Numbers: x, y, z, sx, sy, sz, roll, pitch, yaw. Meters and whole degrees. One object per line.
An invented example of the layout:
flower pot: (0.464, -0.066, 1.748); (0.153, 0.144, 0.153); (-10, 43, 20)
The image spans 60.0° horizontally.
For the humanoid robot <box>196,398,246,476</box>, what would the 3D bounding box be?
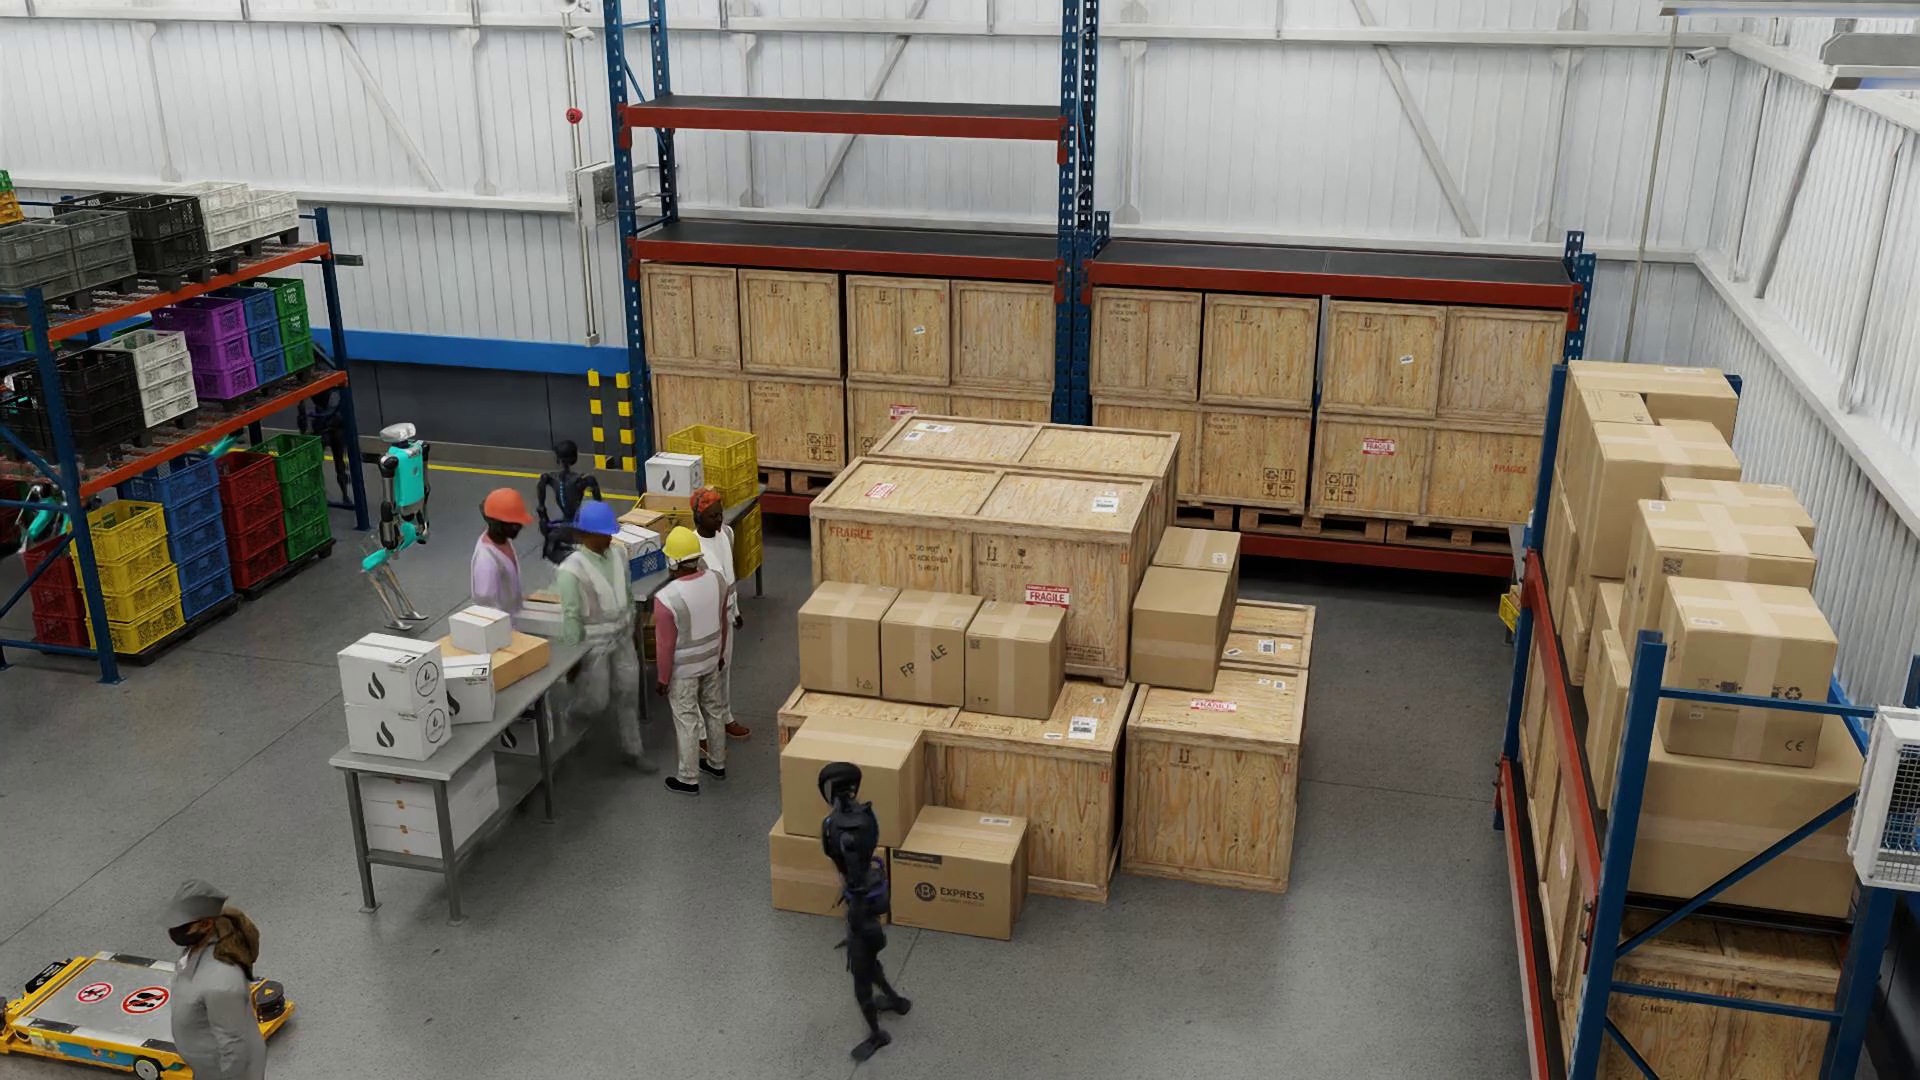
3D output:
humanoid robot: (-7.061, -1.086, 15.838); (0.673, 1.799, 0.540); (-9, 23, -22)

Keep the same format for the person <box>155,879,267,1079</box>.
person: (-3.131, 2.221, 7.131); (0.397, 1.769, 0.572); (-13, 24, -31)

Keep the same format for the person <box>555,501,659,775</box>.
person: (-2.390, 0.644, 11.044); (0.674, 1.920, 0.624); (14, 25, 32)

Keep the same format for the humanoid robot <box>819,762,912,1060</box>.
humanoid robot: (-0.466, 1.821, 8.319); (0.443, 1.644, 0.609); (-2, 21, -6)

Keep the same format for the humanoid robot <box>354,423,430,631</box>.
humanoid robot: (-4.537, -0.122, 13.166); (0.737, 1.693, 0.530); (7, 22, 18)

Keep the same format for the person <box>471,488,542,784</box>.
person: (-3.054, 0.598, 11.089); (0.548, 2.001, 0.747); (-3, 21, -8)

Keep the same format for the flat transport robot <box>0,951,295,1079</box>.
flat transport robot: (-4.270, 2.464, 8.601); (1.431, 0.231, 0.659); (5, 22, 13)

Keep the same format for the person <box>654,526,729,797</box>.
person: (-1.755, 0.783, 10.806); (0.404, 1.832, 0.590); (15, 26, 35)

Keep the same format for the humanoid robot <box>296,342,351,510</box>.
humanoid robot: (-6.121, -1.097, 15.947); (0.556, 1.643, 0.612); (11, 24, 27)

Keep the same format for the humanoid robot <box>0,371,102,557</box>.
humanoid robot: (-7.907, -0.694, 14.626); (0.533, 1.672, 0.735); (13, 25, 31)

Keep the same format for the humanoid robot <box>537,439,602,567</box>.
humanoid robot: (-3.034, 0.010, 13.060); (0.584, 1.644, 0.331); (3, 21, 9)

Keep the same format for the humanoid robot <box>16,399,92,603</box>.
humanoid robot: (-7.480, -0.265, 13.695); (0.579, 1.732, 1.021); (1, 21, 3)

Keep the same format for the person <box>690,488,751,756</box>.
person: (-1.687, 0.551, 11.345); (0.352, 1.882, 0.580); (10, 23, 25)
